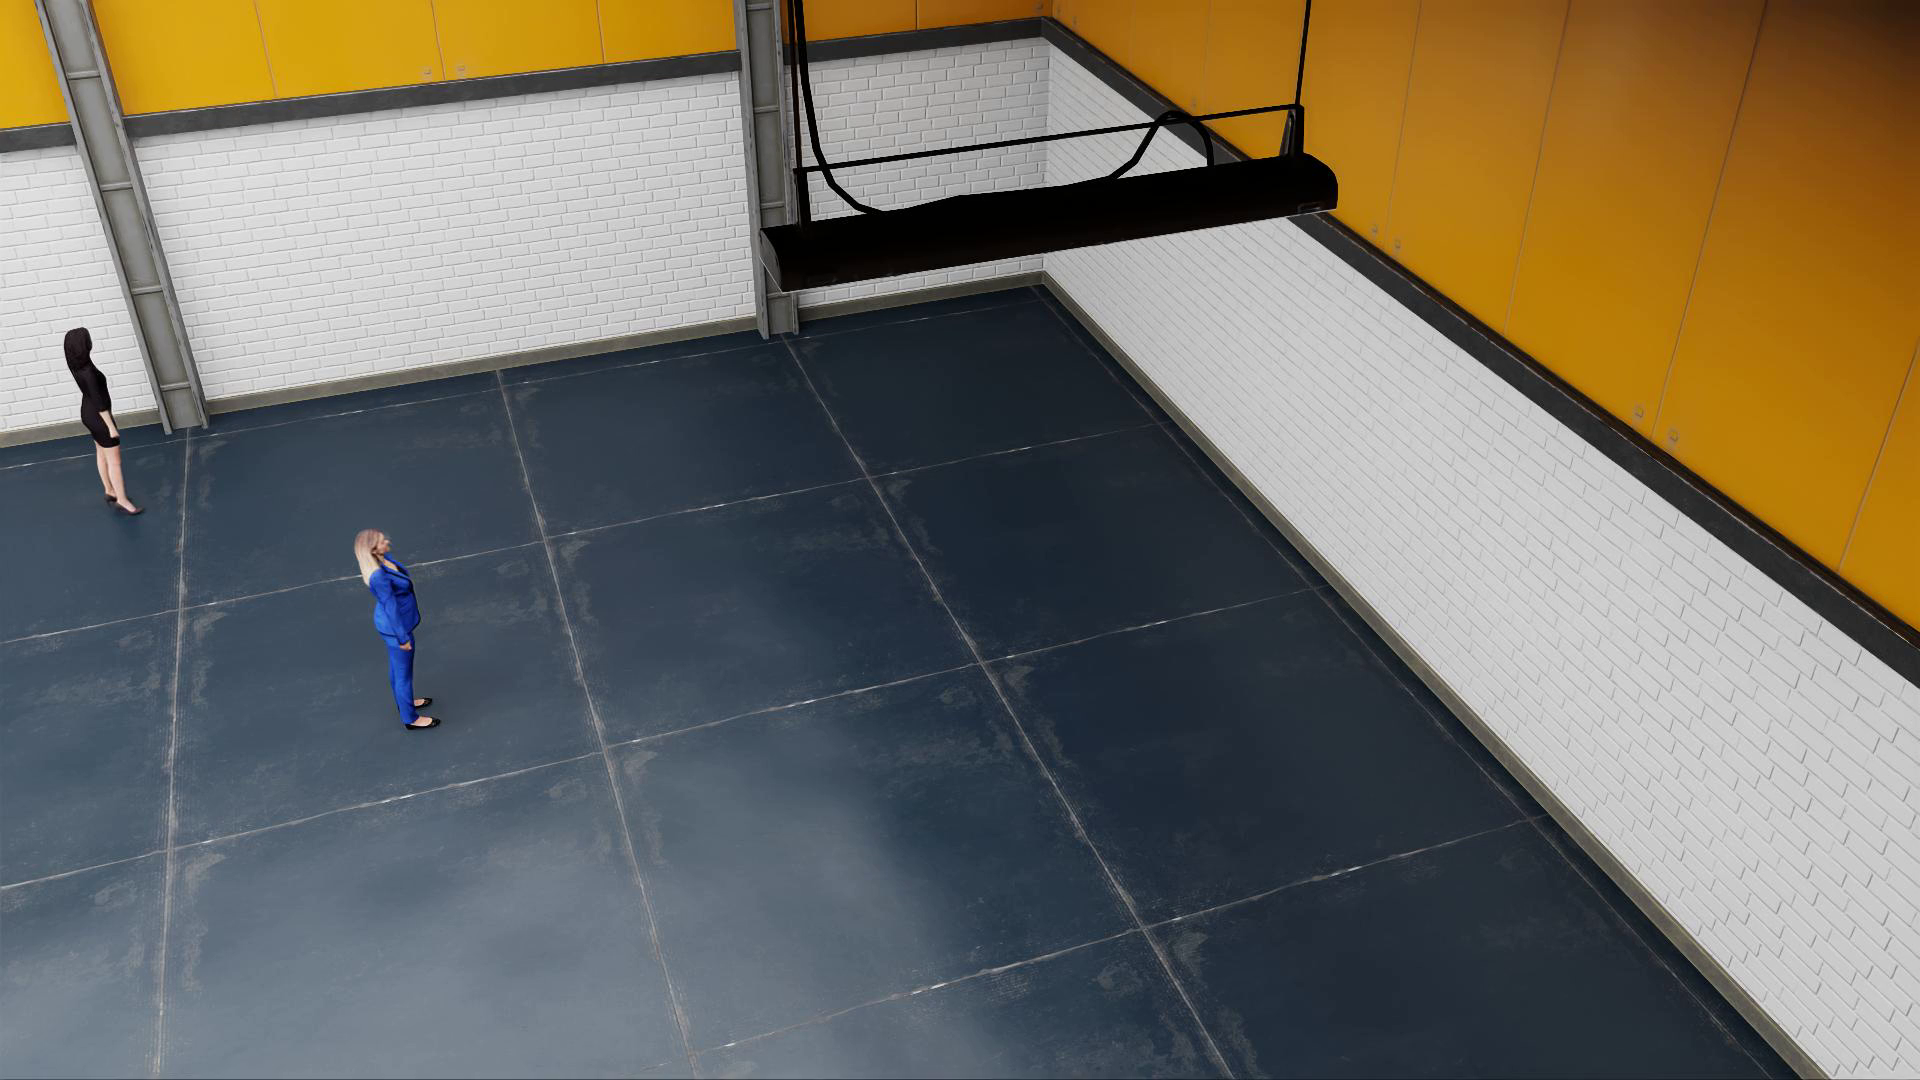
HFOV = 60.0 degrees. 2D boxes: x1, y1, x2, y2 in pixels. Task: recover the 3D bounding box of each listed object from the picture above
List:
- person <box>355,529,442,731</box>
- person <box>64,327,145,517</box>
[{"bbox_3d":[-4.149,0.640,12.174,0.569,1.701,0.627,-14,36,-21],"label":"person"},{"bbox_3d":[-7.552,-1.031,14.597,0.628,1.801,0.652,-27,42,-34],"label":"person"}]
